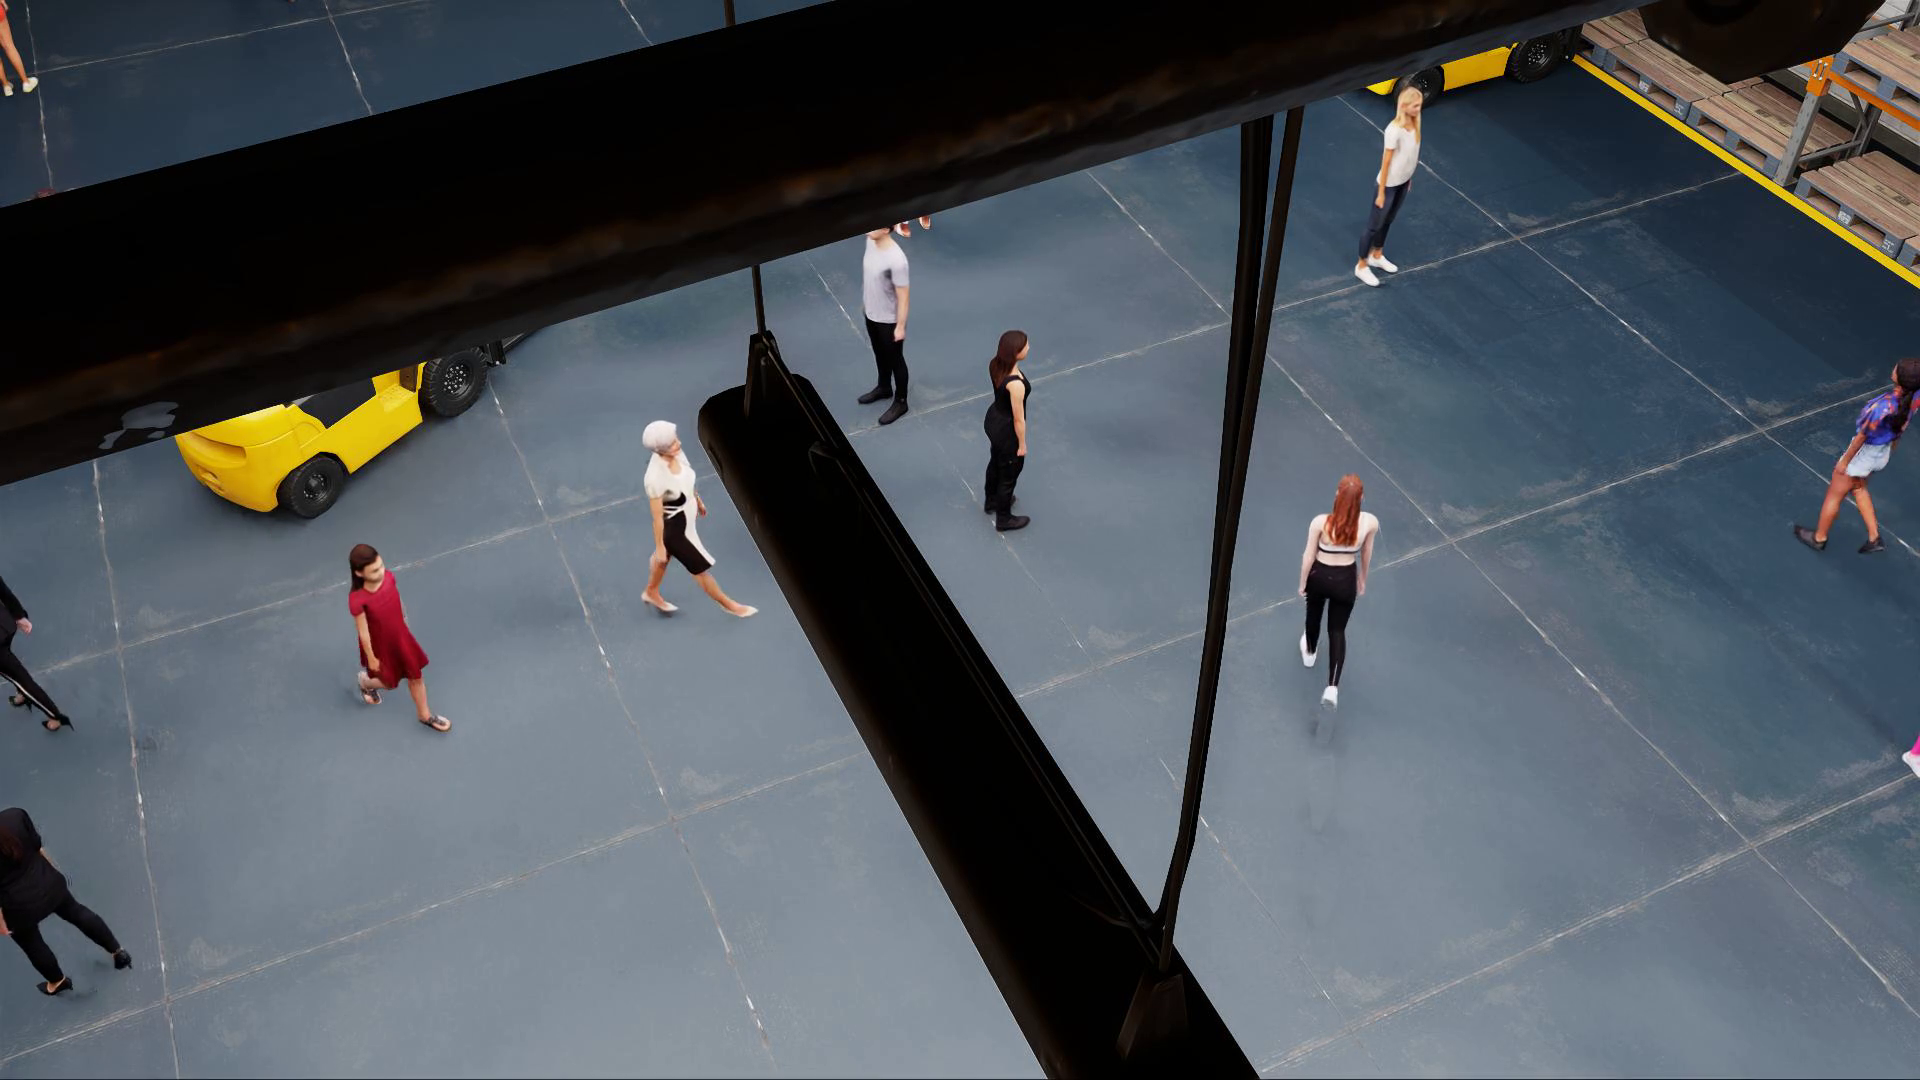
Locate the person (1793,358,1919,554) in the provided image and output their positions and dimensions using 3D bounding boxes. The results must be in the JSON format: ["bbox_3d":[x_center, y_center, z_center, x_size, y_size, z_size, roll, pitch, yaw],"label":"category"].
[{"bbox_3d":[6.321,-0.512,11.489,0.600,1.732,0.830,-20,47,-20],"label":"person"}]

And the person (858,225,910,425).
[{"bbox_3d":[-0.555,-1.738,12.682,0.746,1.863,0.525,-23,48,-22],"label":"person"}]

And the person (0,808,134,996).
[{"bbox_3d":[-5.000,1.916,8.995,0.878,1.657,0.822,9,44,10],"label":"person"}]

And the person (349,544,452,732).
[{"bbox_3d":[-3.658,0.602,10.462,0.968,1.537,0.840,21,47,20],"label":"person"}]

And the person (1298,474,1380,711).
[{"bbox_3d":[2.374,0.351,10.592,0.915,1.720,1.139,2,44,2],"label":"person"}]

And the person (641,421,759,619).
[{"bbox_3d":[-1.975,-0.099,11.073,1.066,1.709,1.116,4,44,4],"label":"person"}]

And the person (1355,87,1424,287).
[{"bbox_3d":[3.642,-3.011,14.057,0.626,1.809,0.641,31,52,29],"label":"person"}]

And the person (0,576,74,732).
[{"bbox_3d":[-5.927,0.627,10.327,0.900,1.687,0.856,8,44,9],"label":"person"}]

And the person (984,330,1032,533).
[{"bbox_3d":[0.329,-0.780,11.804,0.639,1.686,0.481,-15,46,-15],"label":"person"}]
